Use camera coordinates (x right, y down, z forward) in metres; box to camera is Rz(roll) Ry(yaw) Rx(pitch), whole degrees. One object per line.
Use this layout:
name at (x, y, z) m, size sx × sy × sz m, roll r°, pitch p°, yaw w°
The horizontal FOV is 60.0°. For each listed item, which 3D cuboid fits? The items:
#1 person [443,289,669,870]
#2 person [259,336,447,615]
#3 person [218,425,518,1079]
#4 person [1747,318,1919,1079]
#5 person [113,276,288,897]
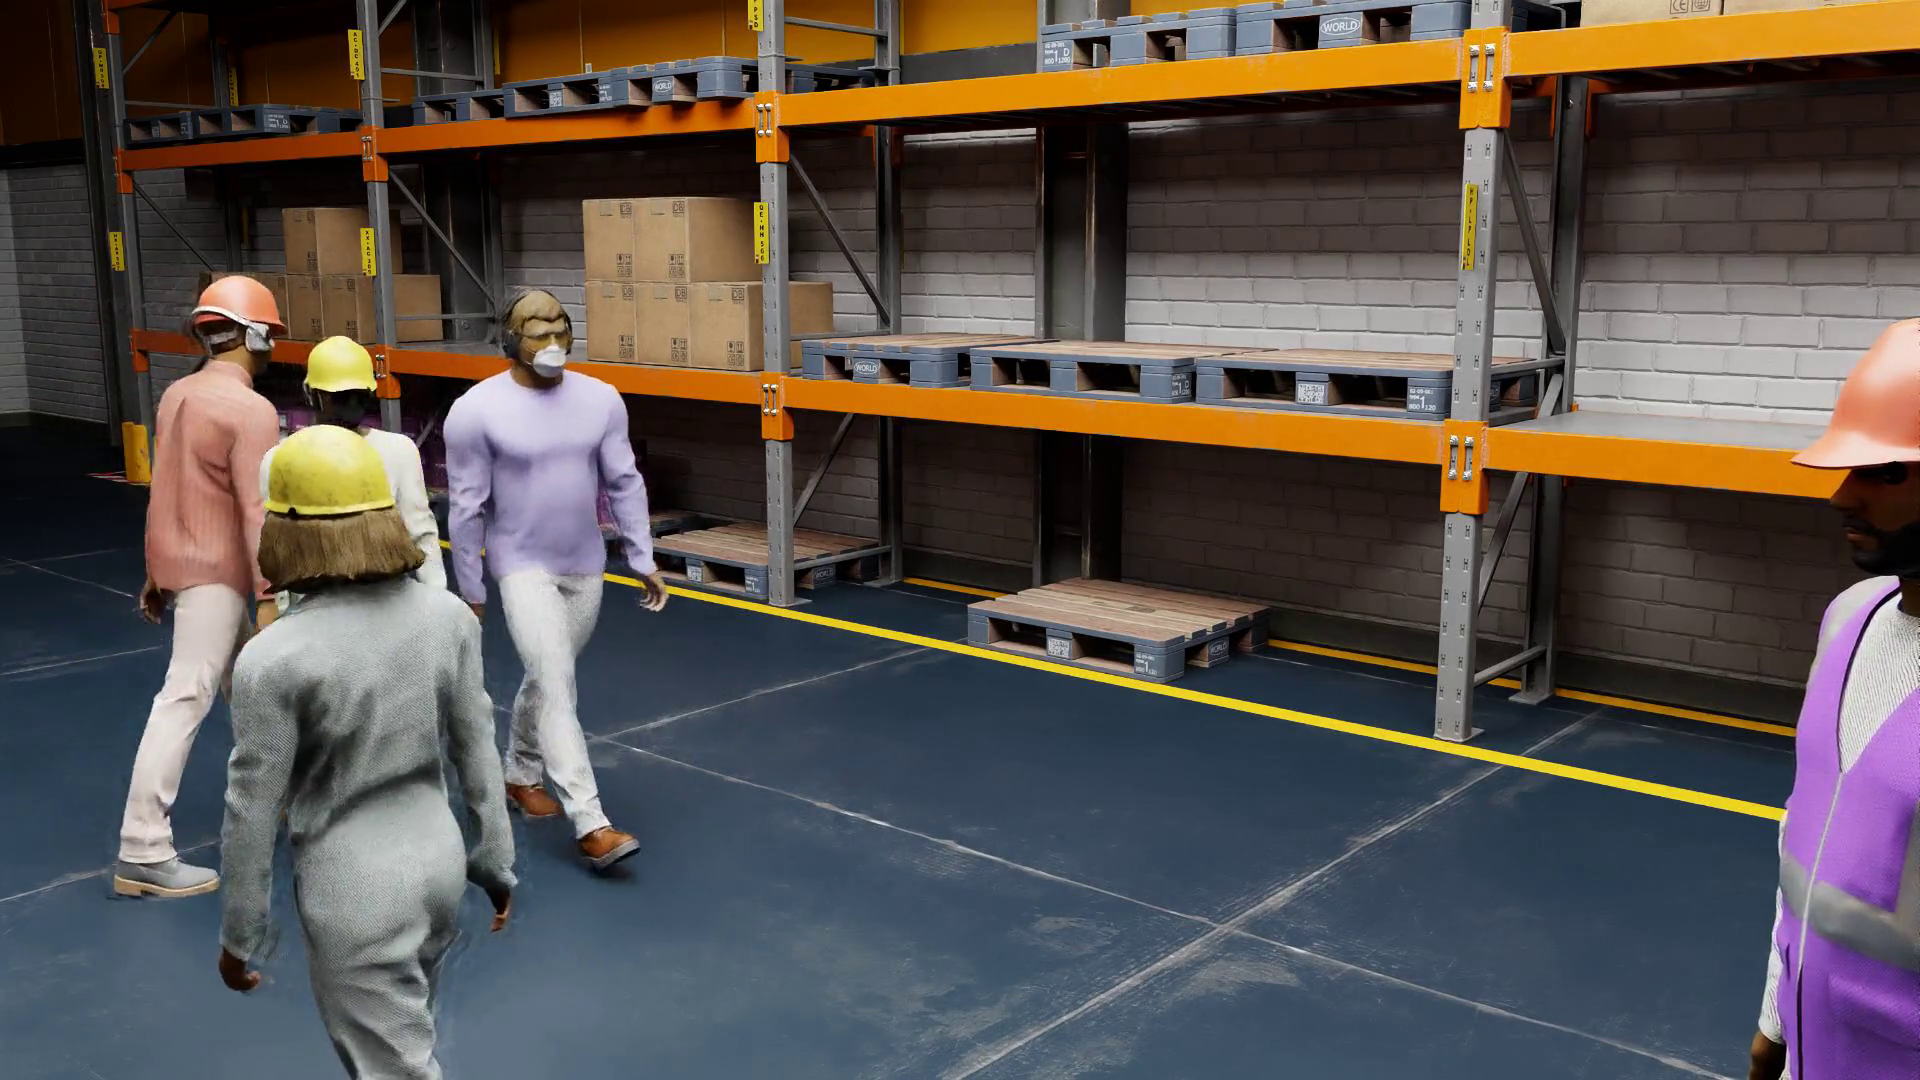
person at (-1.346, 0.115, 5.569) m, size 0.647 × 1.885 × 1.018 m, roll -9°, pitch 14°, yaw -43°
person at (-1.908, 0.224, 5.345) m, size 0.728 × 1.738 × 0.538 m, roll 9°, pitch 13°, yaw 41°
person at (-1.142, 0.640, 3.088) m, size 0.872 × 1.703 × 0.518 m, roll 6°, pitch 12°, yaw 31°
person at (1.210, 0.685, 2.174) m, size 0.356 × 1.937 × 0.552 m, roll -1°, pitch 10°, yaw -5°
person at (-2.382, 0.113, 5.451) m, size 0.712 × 1.914 × 1.041 m, roll 9°, pitch 13°, yaw 41°
